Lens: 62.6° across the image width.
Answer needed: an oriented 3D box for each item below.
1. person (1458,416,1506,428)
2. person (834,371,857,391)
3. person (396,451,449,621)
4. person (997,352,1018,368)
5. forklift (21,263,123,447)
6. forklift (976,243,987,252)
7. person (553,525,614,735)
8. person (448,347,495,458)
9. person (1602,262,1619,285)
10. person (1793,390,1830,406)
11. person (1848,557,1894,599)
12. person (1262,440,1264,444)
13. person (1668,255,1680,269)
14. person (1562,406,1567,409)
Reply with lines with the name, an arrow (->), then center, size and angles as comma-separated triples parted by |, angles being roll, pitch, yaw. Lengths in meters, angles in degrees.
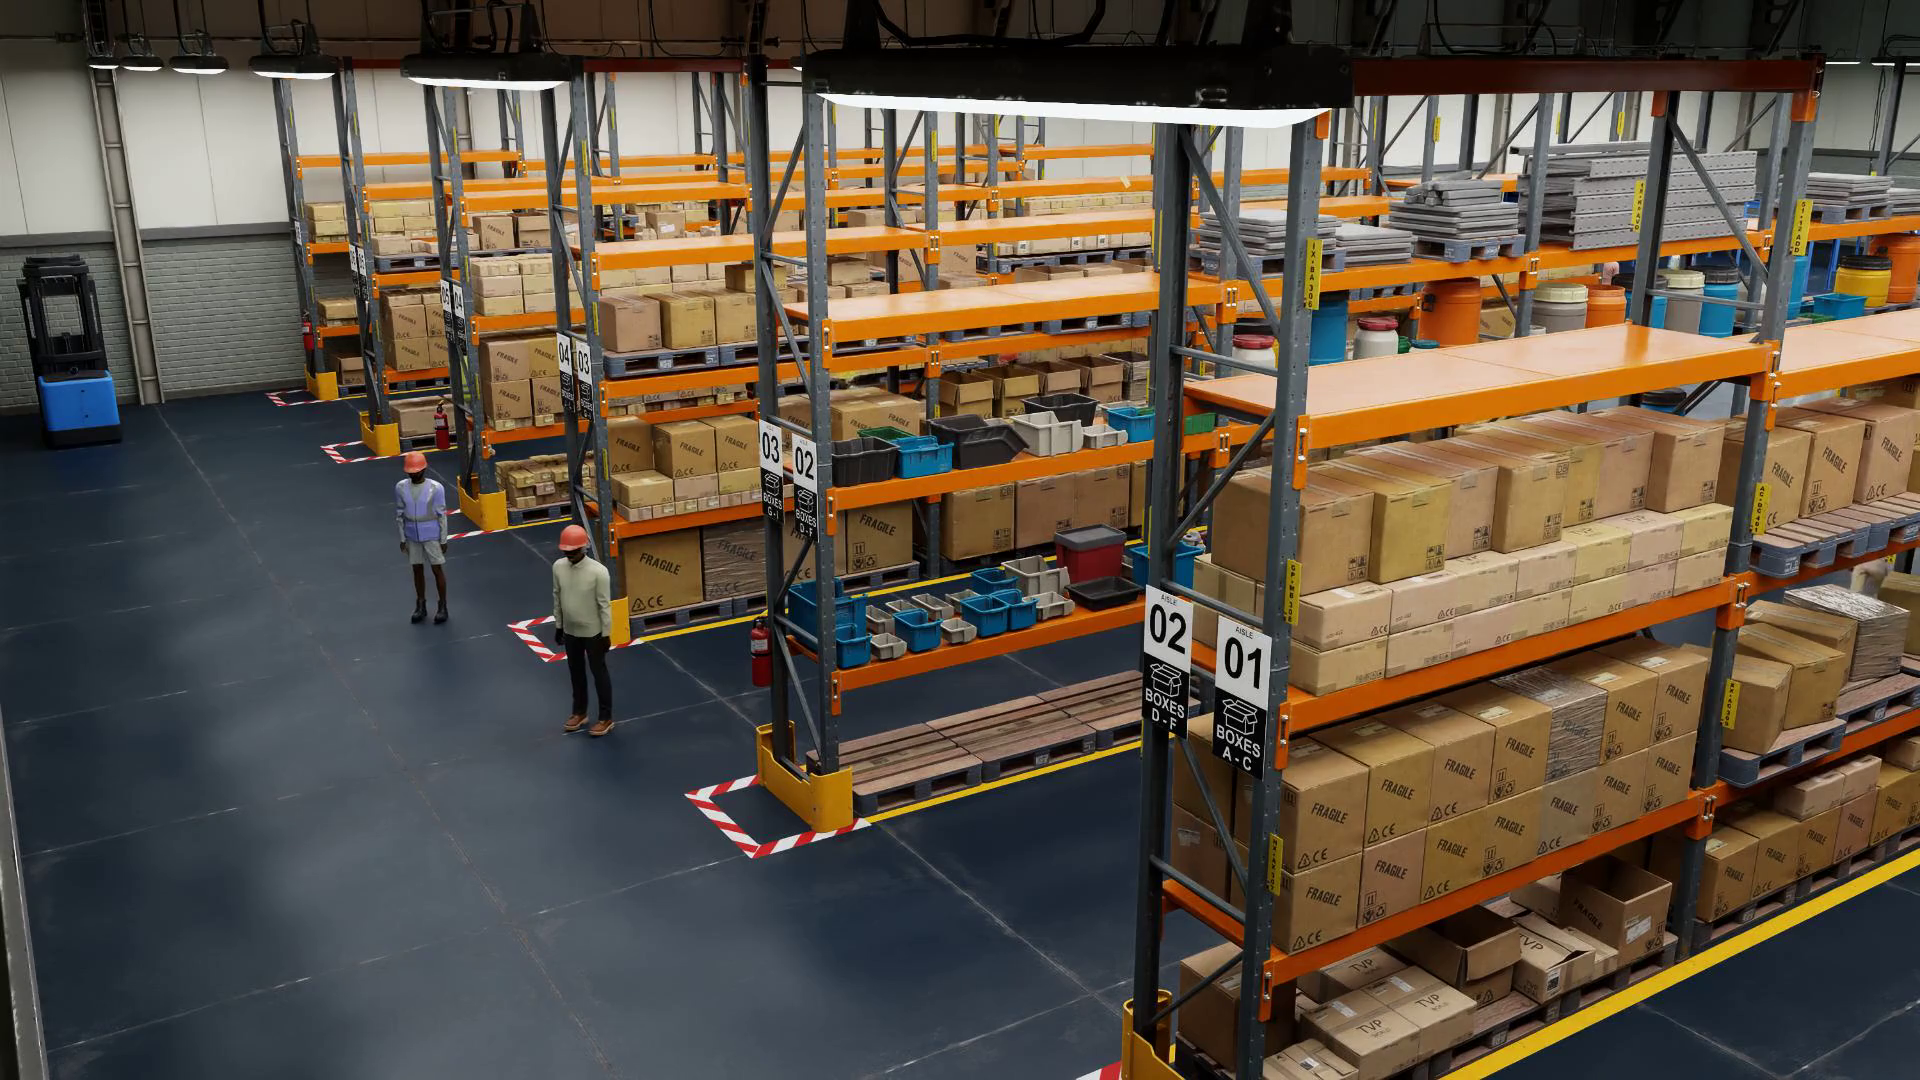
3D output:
person -> 7.393, -1.579, 22.412 | 1.057, 1.879, 0.643 | -11, 20, -32
person -> -1.593, -1.648, 22.763 | 0.823, 1.809, 0.595 | -10, 20, -30
person -> -5.883, -0.042, 17.288 | 0.545, 1.929, 0.389 | 1, 17, 4
person -> 0.834, -1.916, 23.320 | 0.713, 1.994, 0.688 | -6, 18, -20
forklift -> -14.518, -3.079, 25.708 | 1.129, 2.768, 1.873 | -10, 20, -31
forklift -> 0.988, -5.474, 34.718 | 1.214, 2.155, 2.313 | -10, 20, -31
person -> -3.445, 0.809, 14.401 | 0.617, 1.987, 0.406 | 8, 19, 24
person -> -7.563, -2.193, 24.495 | 0.619, 1.839, 0.430 | 0, 17, 1
person -> 14.663, -5.693, 35.849 | 0.404, 1.911, 0.636 | -13, 21, -36
person -> 14.889, -2.940, 27.359 | 0.856, 1.591, 0.517 | -3, 17, -10
person -> 9.603, 0.317, 16.675 | 0.820, 1.603, 0.508 | -12, 21, -35
person -> 4.466, -2.073, 24.020 | 0.352, 1.883, 0.576 | -12, 21, -35
person -> 17.779, -6.554, 39.168 | 0.668, 1.614, 0.520 | 16, 23, 42
person -> 10.644, -3.299, 27.947 | 0.634, 1.937, 0.355 | 1, 17, 4
